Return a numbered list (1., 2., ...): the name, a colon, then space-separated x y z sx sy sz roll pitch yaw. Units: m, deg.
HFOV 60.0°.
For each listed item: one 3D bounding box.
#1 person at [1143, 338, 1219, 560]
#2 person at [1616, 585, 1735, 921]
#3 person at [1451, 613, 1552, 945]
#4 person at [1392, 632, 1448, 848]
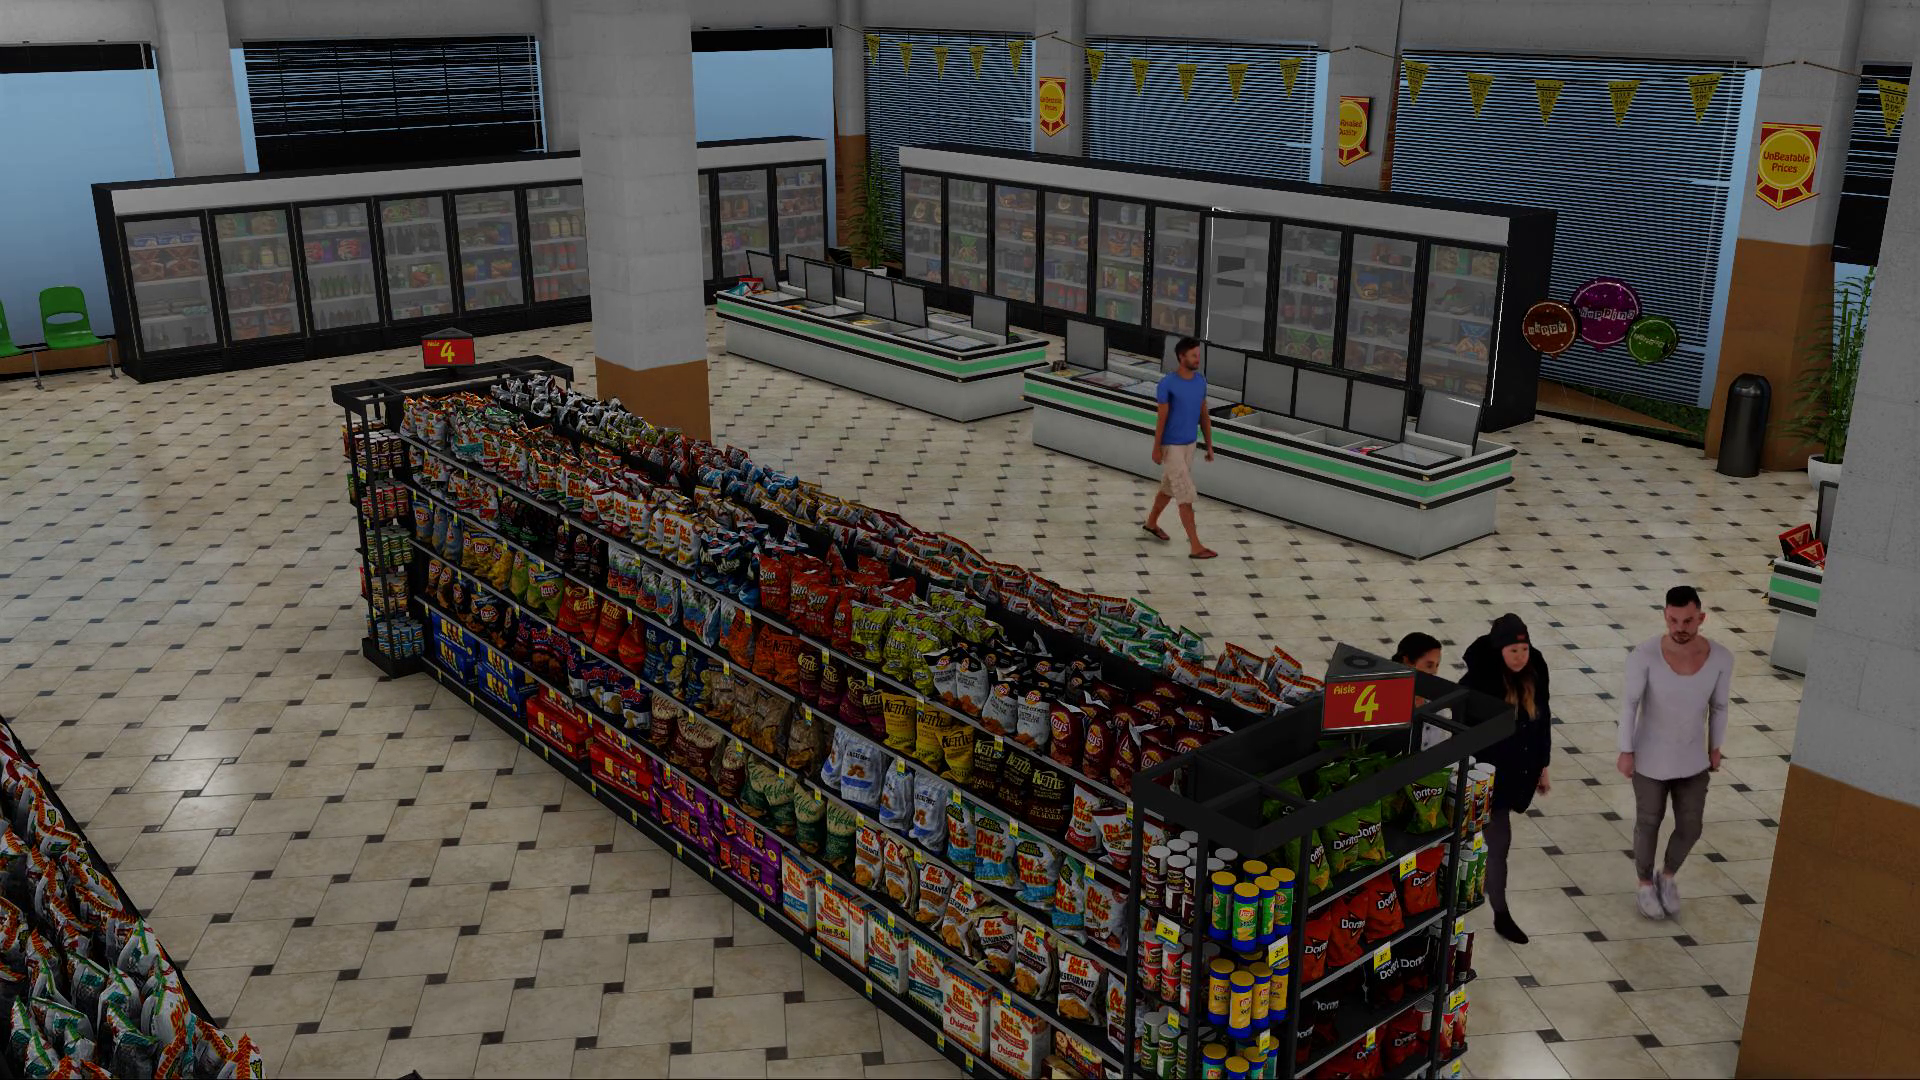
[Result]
1. person: 1.782 -0.791 13.991 0.690 1.810 1.237 -13 23 -34
2. person: 3.610 1.051 8.512 0.787 1.821 0.863 2 19 5
3. person: 2.704 1.152 8.496 0.894 1.641 1.160 -7 20 -19
4. person: 2.086 1.240 8.109 0.778 1.721 0.942 -9 21 -24
